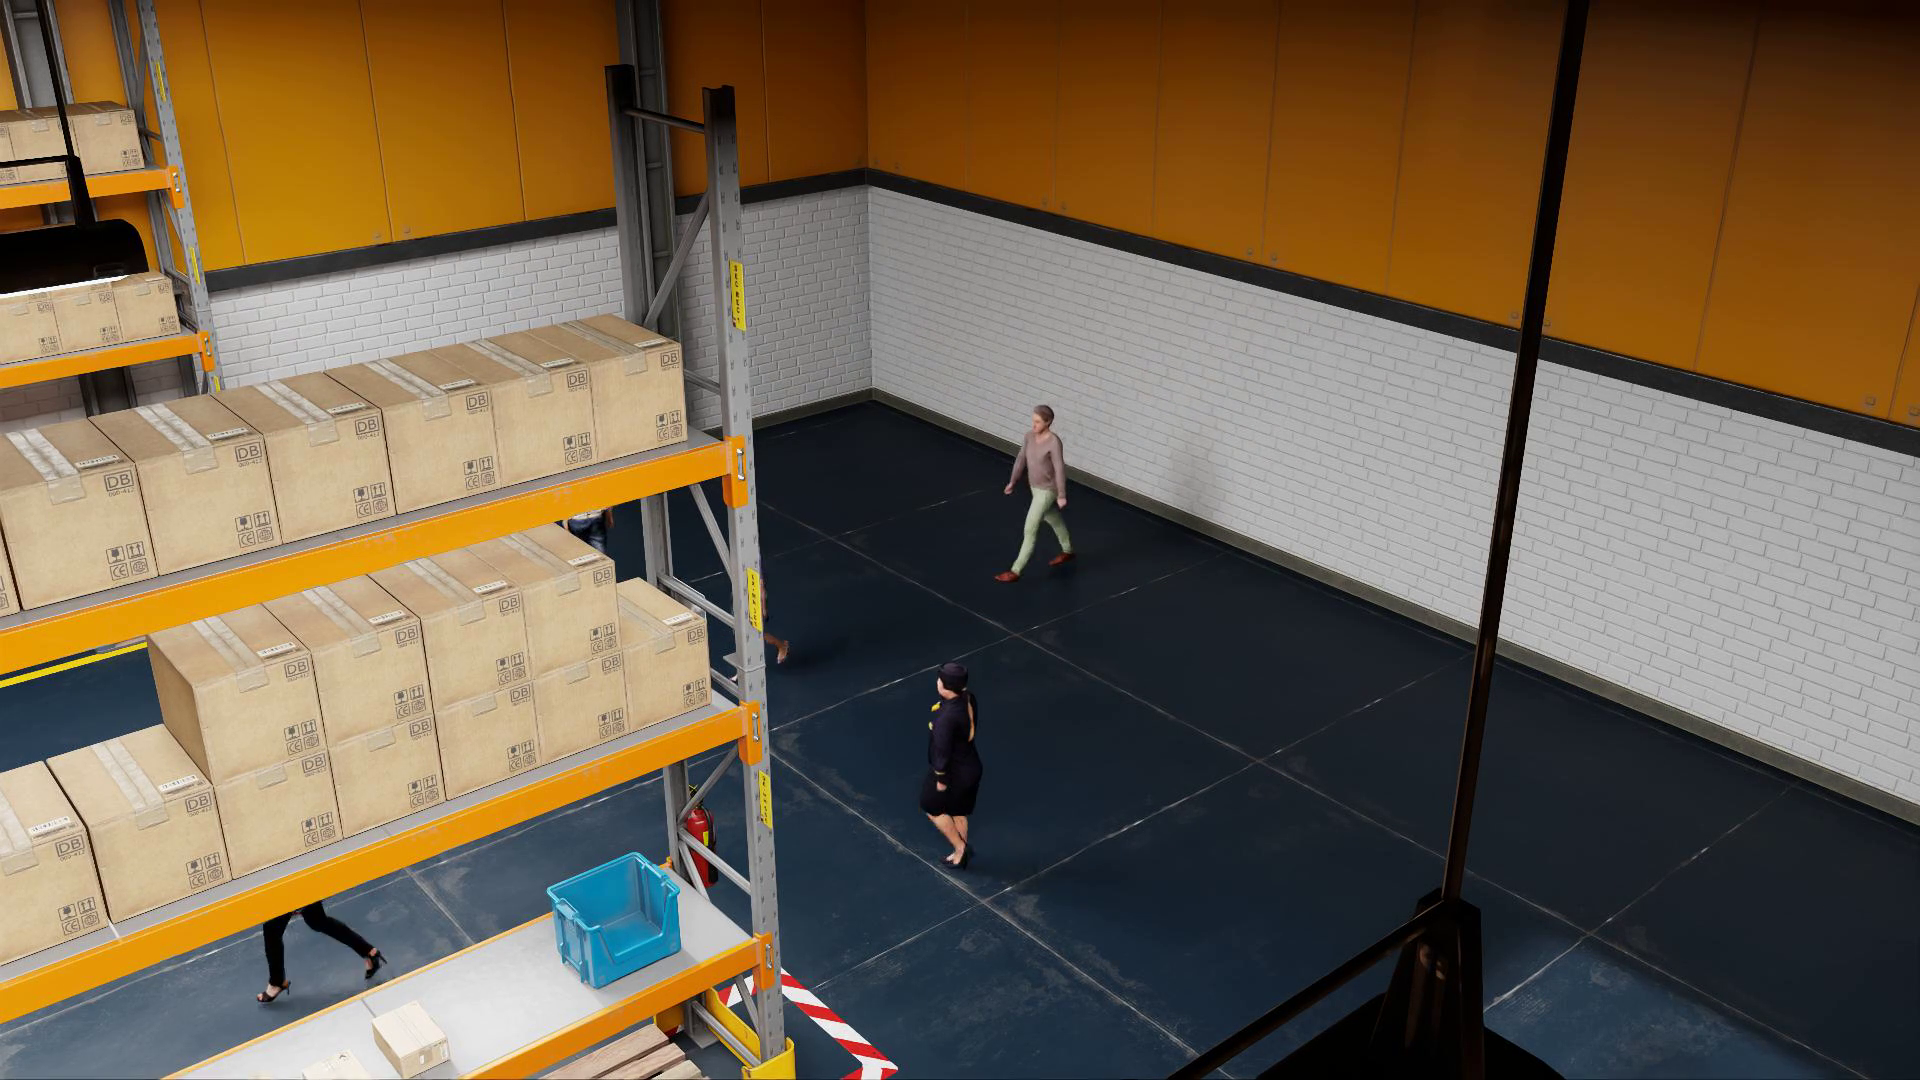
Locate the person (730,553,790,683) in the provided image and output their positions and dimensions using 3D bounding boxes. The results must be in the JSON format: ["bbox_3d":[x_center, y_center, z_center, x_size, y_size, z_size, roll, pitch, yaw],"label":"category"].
[{"bbox_3d":[-1.817,0.512,14.733,0.826,1.546,0.588,-21,31,-40],"label":"person"}]

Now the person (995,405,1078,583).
[{"bbox_3d":[0.911,-0.483,16.676,1.336,1.812,0.821,-13,27,-27],"label":"person"}]

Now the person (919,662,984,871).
[{"bbox_3d":[0.018,1.675,11.927,0.879,1.662,0.761,10,25,21],"label":"person"}]
